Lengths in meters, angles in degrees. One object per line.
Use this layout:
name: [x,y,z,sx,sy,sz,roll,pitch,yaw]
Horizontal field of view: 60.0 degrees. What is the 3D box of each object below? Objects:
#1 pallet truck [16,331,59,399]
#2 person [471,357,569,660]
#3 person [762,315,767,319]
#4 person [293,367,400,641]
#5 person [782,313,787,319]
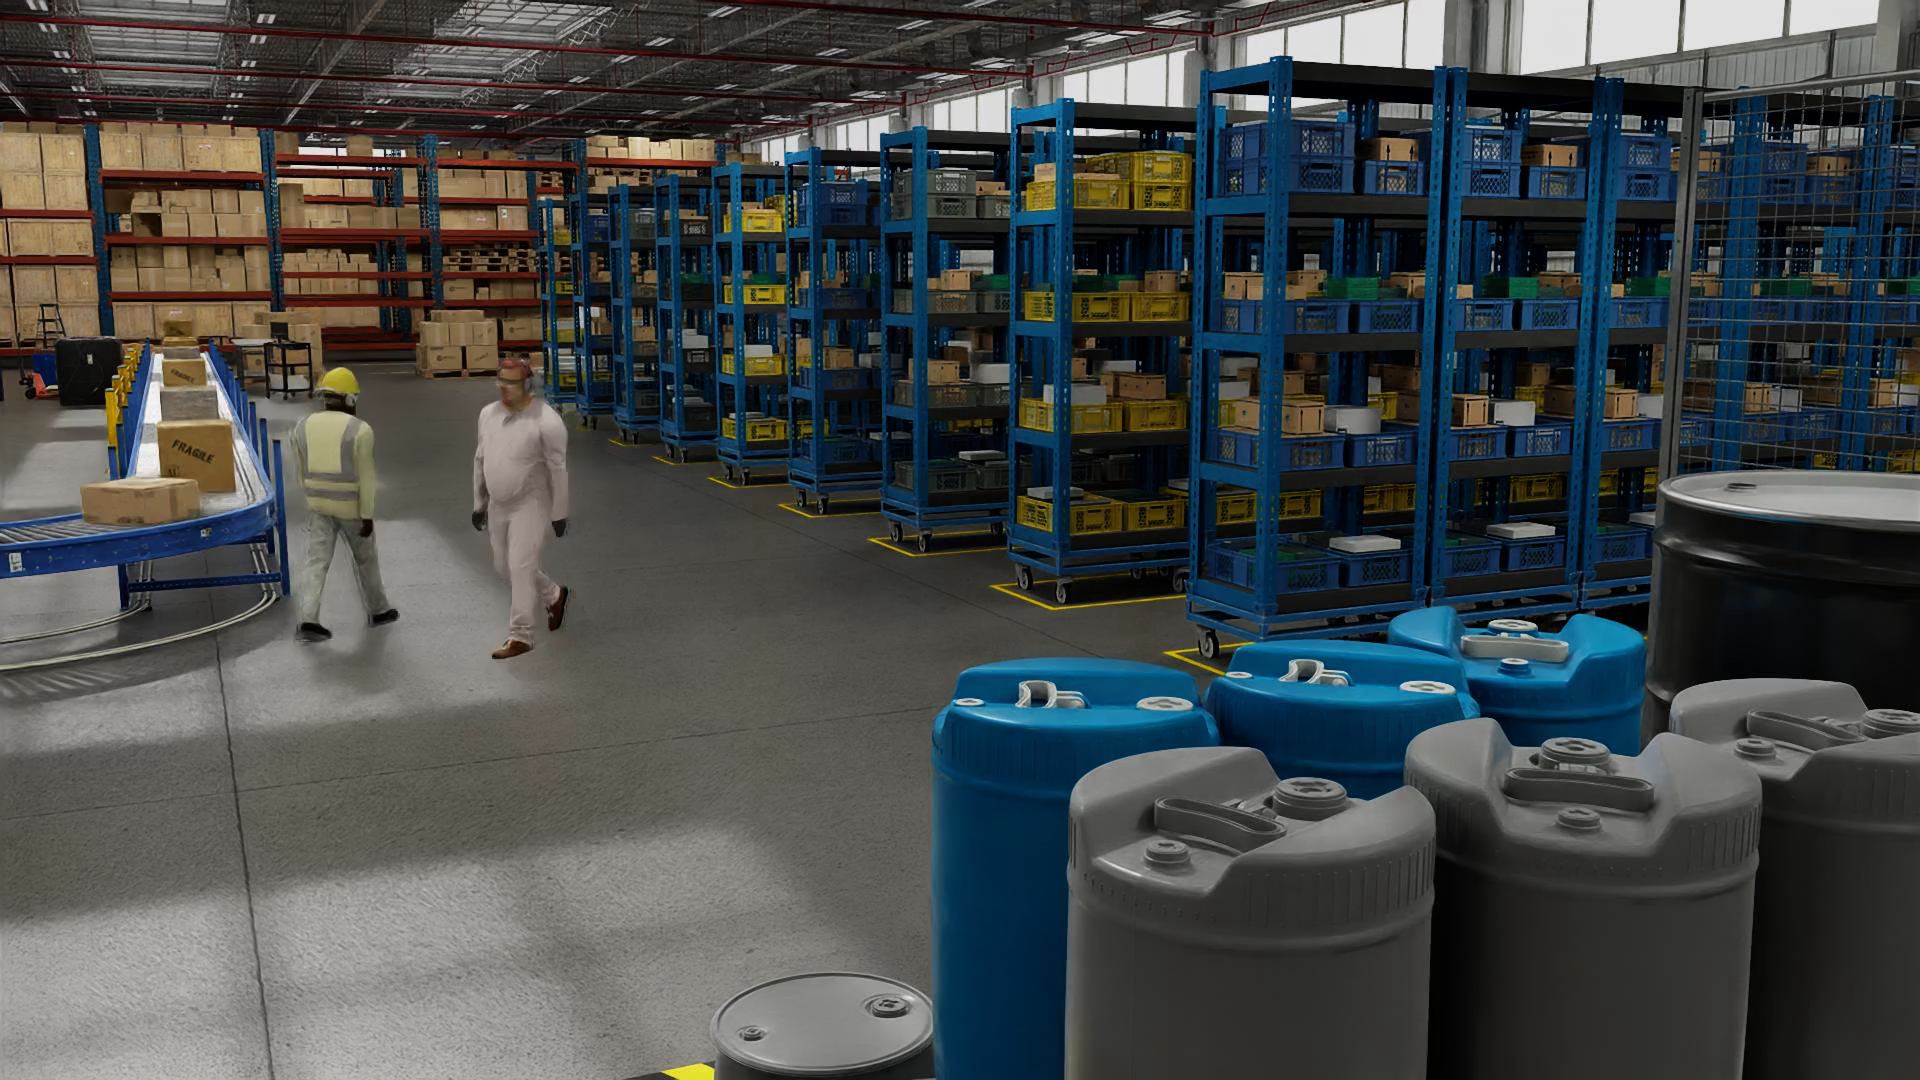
pallet truck: [-17.082,-3.353,31.781,1.630,1.274,0.653,-4,10,-25]
person: [-2.774,-0.232,10.619,0.643,1.884,0.797,5,10,29]
person: [-5.422,-6.147,47.264,0.798,1.907,0.544,-4,10,-26]
person: [-4.115,-0.242,10.994,0.602,1.787,0.928,2,9,12]
person: [-4.648,-5.981,45.931,0.611,1.995,0.375,-6,11,-32]
